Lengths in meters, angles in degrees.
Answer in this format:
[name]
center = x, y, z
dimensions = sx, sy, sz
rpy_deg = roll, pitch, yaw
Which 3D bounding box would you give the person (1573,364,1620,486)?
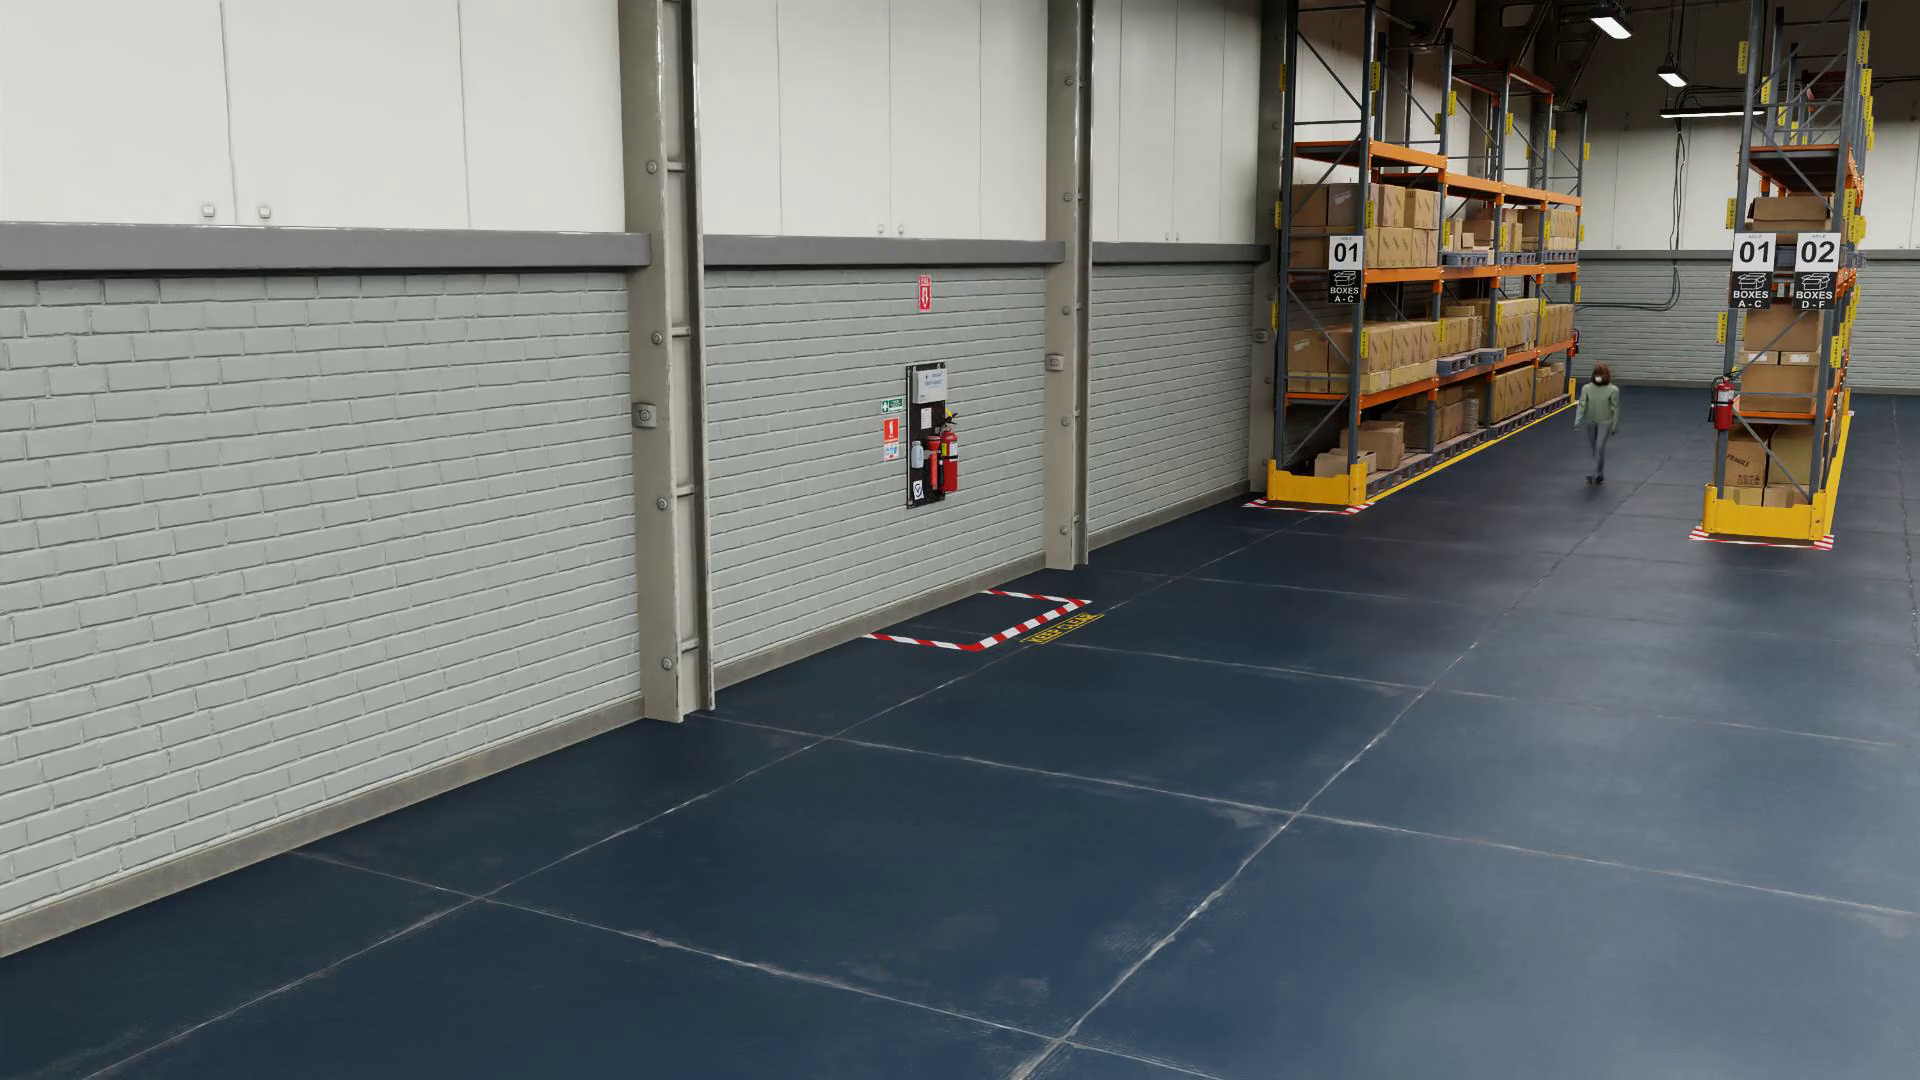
[person]
center = 8.286, -1.491, 21.698
dimensions = 0.864, 1.584, 0.497
rpy_deg = -9, 13, -43
